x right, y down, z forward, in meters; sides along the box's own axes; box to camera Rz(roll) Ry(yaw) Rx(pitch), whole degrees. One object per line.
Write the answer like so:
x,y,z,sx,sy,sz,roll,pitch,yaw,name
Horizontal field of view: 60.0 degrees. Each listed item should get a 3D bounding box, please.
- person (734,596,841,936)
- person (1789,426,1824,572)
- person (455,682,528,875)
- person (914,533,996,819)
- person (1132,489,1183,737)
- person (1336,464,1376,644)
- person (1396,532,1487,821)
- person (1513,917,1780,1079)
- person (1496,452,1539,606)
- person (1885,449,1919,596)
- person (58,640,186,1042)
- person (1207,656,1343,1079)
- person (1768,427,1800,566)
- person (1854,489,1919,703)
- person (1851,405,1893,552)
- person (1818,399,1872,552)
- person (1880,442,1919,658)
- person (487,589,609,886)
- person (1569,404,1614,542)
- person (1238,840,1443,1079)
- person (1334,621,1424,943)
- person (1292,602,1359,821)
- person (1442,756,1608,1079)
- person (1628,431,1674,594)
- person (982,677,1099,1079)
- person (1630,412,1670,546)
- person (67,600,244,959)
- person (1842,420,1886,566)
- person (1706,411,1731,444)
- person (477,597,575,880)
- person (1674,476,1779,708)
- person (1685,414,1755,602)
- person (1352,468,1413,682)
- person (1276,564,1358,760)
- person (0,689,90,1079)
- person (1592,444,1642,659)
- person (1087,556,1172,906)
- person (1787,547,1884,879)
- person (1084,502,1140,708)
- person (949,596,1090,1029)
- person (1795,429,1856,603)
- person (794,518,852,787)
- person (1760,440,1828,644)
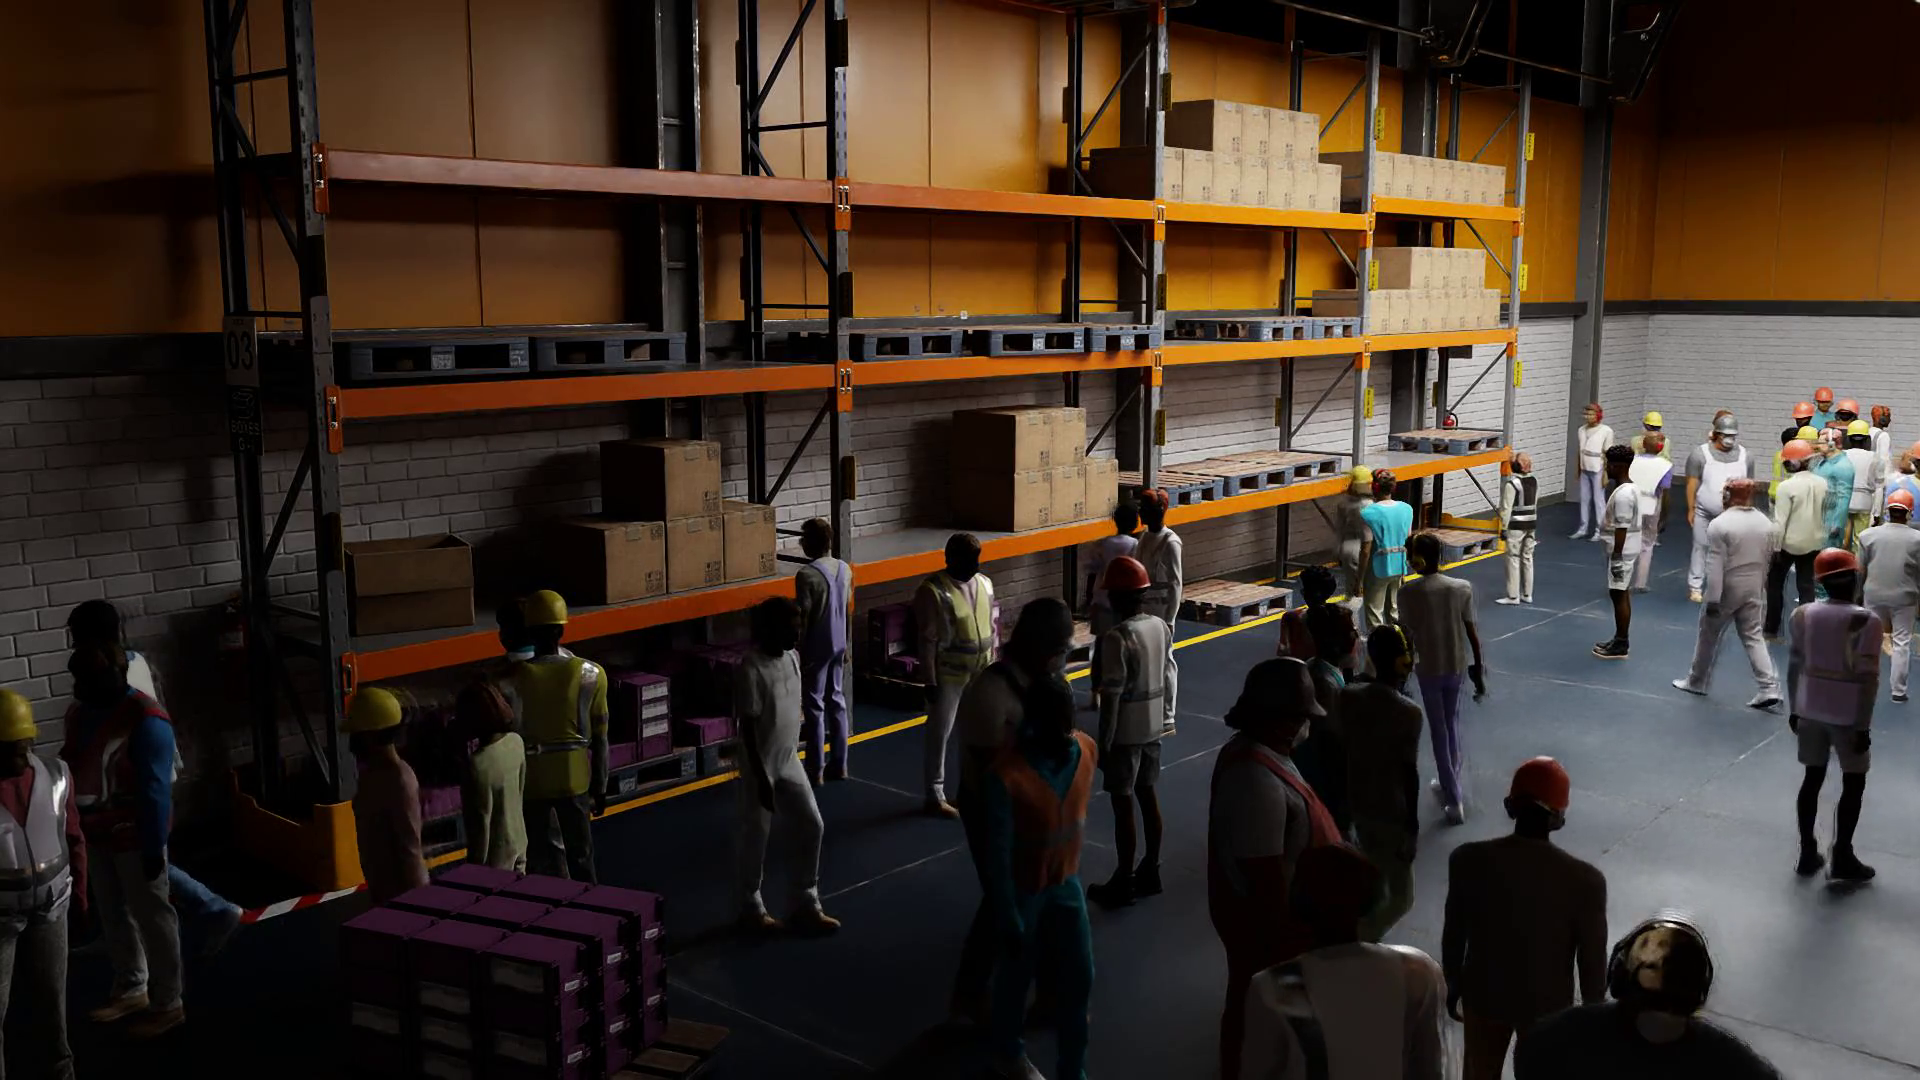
-0.905,1.192,8.597,0.705,1.816,0.537,6,11,33,person
9.973,-0.478,19.645,0.488,1.742,0.317,-6,11,-34,person
-2.123,1.443,7.576,0.279,1.633,0.497,1,9,9,person
-0.003,0.861,10.708,0.631,1.837,0.429,-7,11,-39,person
1.468,0.548,12.551,0.356,1.883,0.573,-3,9,-19,person
3.671,0.158,15.548,0.563,1.731,0.483,-7,11,-37,person
3.069,0.854,10.771,0.585,1.824,0.817,-1,9,-6,person
1.660,1.839,4.123,0.643,1.921,0.593,5,10,28,person
5.946,-0.116,17.666,0.512,1.631,0.317,-6,11,-34,person
10.344,-0.175,18.079,0.522,1.604,0.738,0,9,2,person
-3.820,1.350,7.566,0.626,1.835,0.430,5,10,30,person
1.212,1.432,6.343,0.538,2.000,0.682,0,9,3,person
9.941,-0.518,20.053,0.320,1.690,0.534,1,9,4,person
7.622,0.453,13.608,0.567,1.743,0.350,8,12,41,person
11.492,-0.751,20.921,0.339,1.882,0.584,0,9,-3,person
10.609,-0.682,20.042,0.613,2.028,0.409,5,10,32,person
8.682,0.084,15.064,0.625,2.033,0.410,0,9,1,person
-2.035,1.199,8.268,0.581,1.918,0.403,-4,10,-22,person
8.383,-0.888,21.973,0.398,1.835,0.564,-3,9,-21,person
1.068,1.766,4.732,0.596,1.867,0.474,-2,9,-14,person
1.933,1.301,7.819,0.634,1.853,0.517,-6,11,-33,person
1.833,1.222,8.324,0.342,1.846,0.509,0,9,3,person
2.027,1.634,5.997,0.577,1.746,0.354,5,10,28,person
7.421,-0.284,18.126,0.602,1.818,0.624,7,12,40,person
0.332,1.444,6.832,0.617,1.857,0.767,-6,11,-35,person
8.926,-0.784,21.551,0.528,1.761,0.339,0,9,2,person
-4.065,1.209,8.313,0.772,1.884,0.612,-3,9,-20,person
9.796,-0.355,18.265,0.586,1.920,0.397,4,10,26,person
10.665,-1.003,23.357,0.497,1.633,0.284,-5,10,-30,person
-2.209,1.201,8.476,0.430,1.843,0.625,6,11,33,person
6.313,0.412,13.509,0.658,1.865,0.975,-3,9,-17,person
8.103,-0.334,17.732,0.687,2.000,0.535,2,9,11,person
3.607,0.310,14.200,0.564,1.846,0.390,-5,10,-29,person
2.188,0.989,10.299,0.530,1.697,0.321,6,11,35,person
-3.795,1.487,6.681,0.403,1.826,0.592,6,11,35,person
6.012,0.104,15.170,0.363,1.962,0.606,4,10,25,person
0.926,1.046,9.198,0.388,1.930,0.544,8,12,40,person
5.055,0.992,9.655,0.506,1.889,0.576,-6,11,-34,person
1.287,0.508,13.502,0.636,1.640,0.845,5,10,28,person
0.309,1.232,7.631,0.573,2.000,0.736,8,12,41,person
9.075,-0.218,17.434,0.403,1.904,0.637,1,9,9,person
-0.945,0.762,11.333,0.353,1.837,0.511,7,11,38,person
7.795,0.041,15.546,0.667,1.959,0.666,-2,9,-16,person
